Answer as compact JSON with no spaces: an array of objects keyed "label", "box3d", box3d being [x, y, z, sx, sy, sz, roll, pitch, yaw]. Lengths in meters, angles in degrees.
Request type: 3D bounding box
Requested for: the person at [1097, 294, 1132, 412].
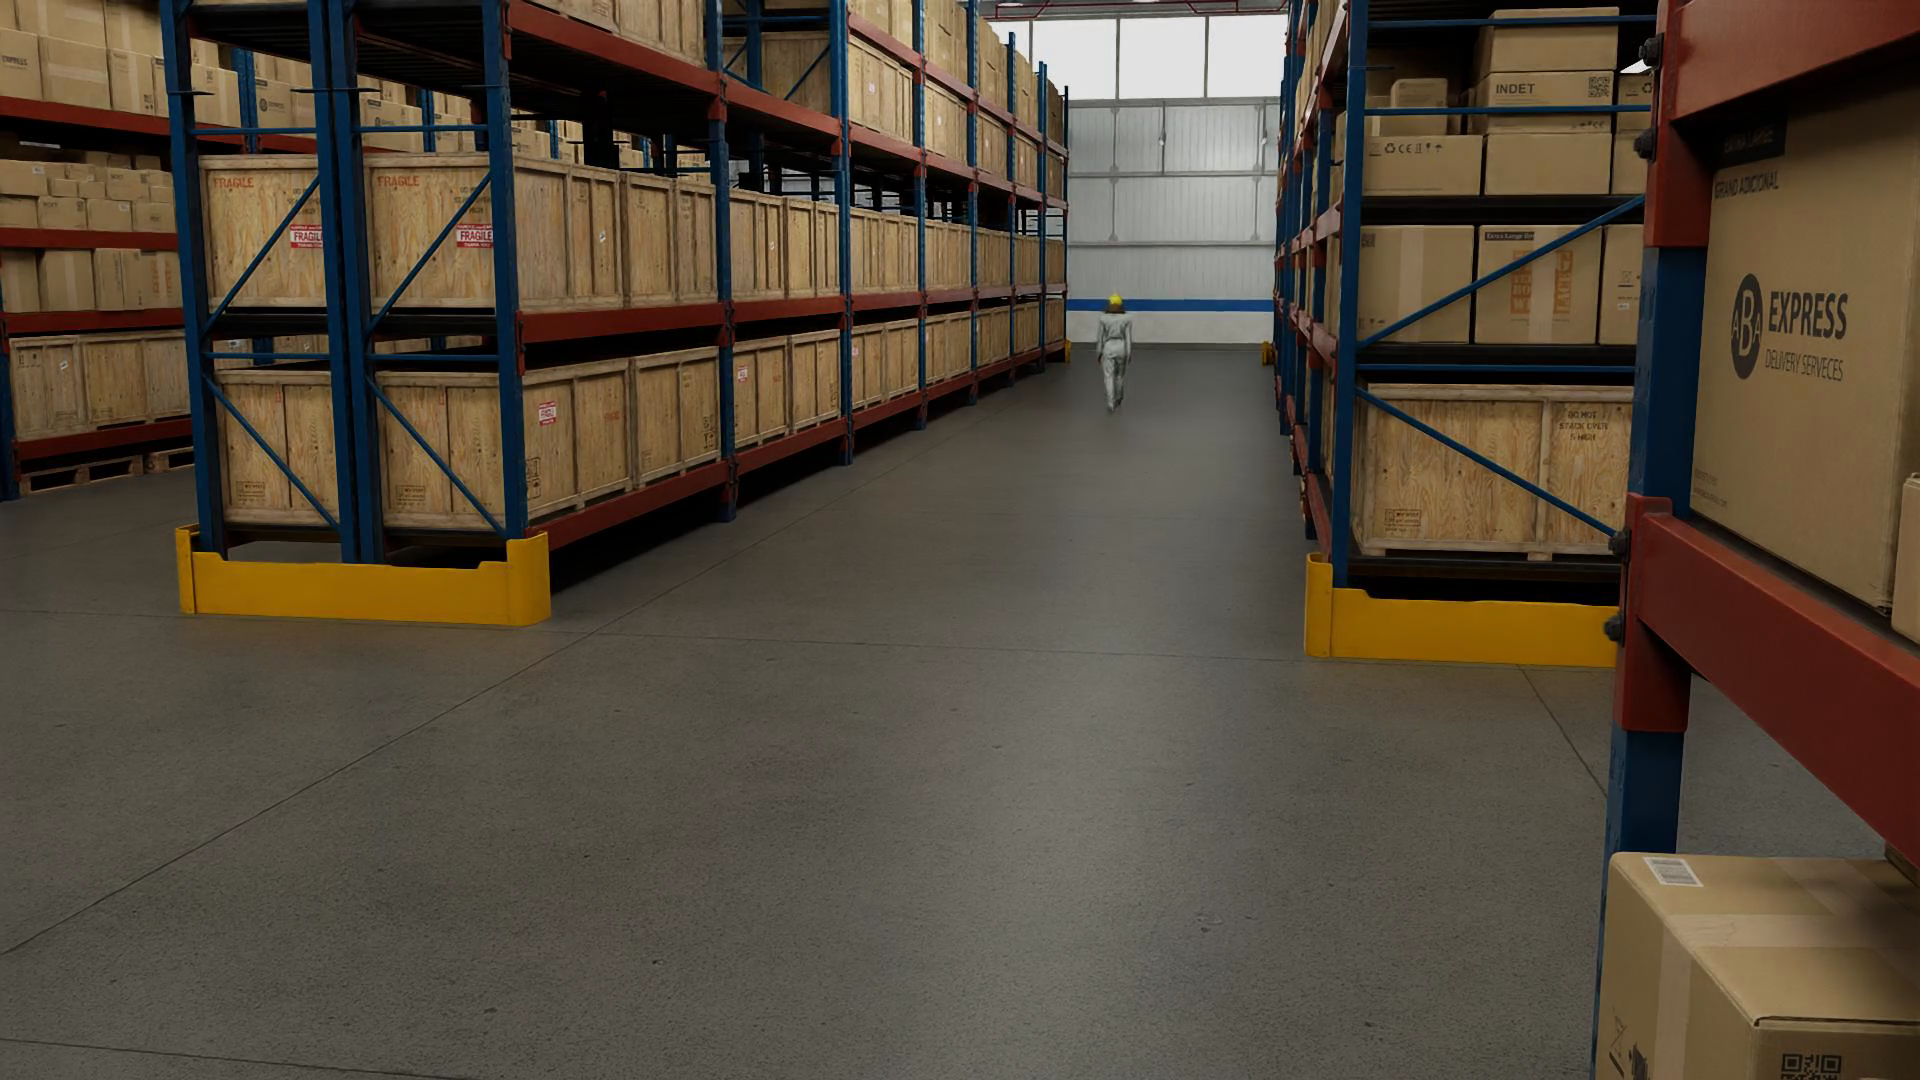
[{"label":"person","box3d":[2.246,-2.720,24.176,0.494,1.717,0.805,1,9,5]}]
